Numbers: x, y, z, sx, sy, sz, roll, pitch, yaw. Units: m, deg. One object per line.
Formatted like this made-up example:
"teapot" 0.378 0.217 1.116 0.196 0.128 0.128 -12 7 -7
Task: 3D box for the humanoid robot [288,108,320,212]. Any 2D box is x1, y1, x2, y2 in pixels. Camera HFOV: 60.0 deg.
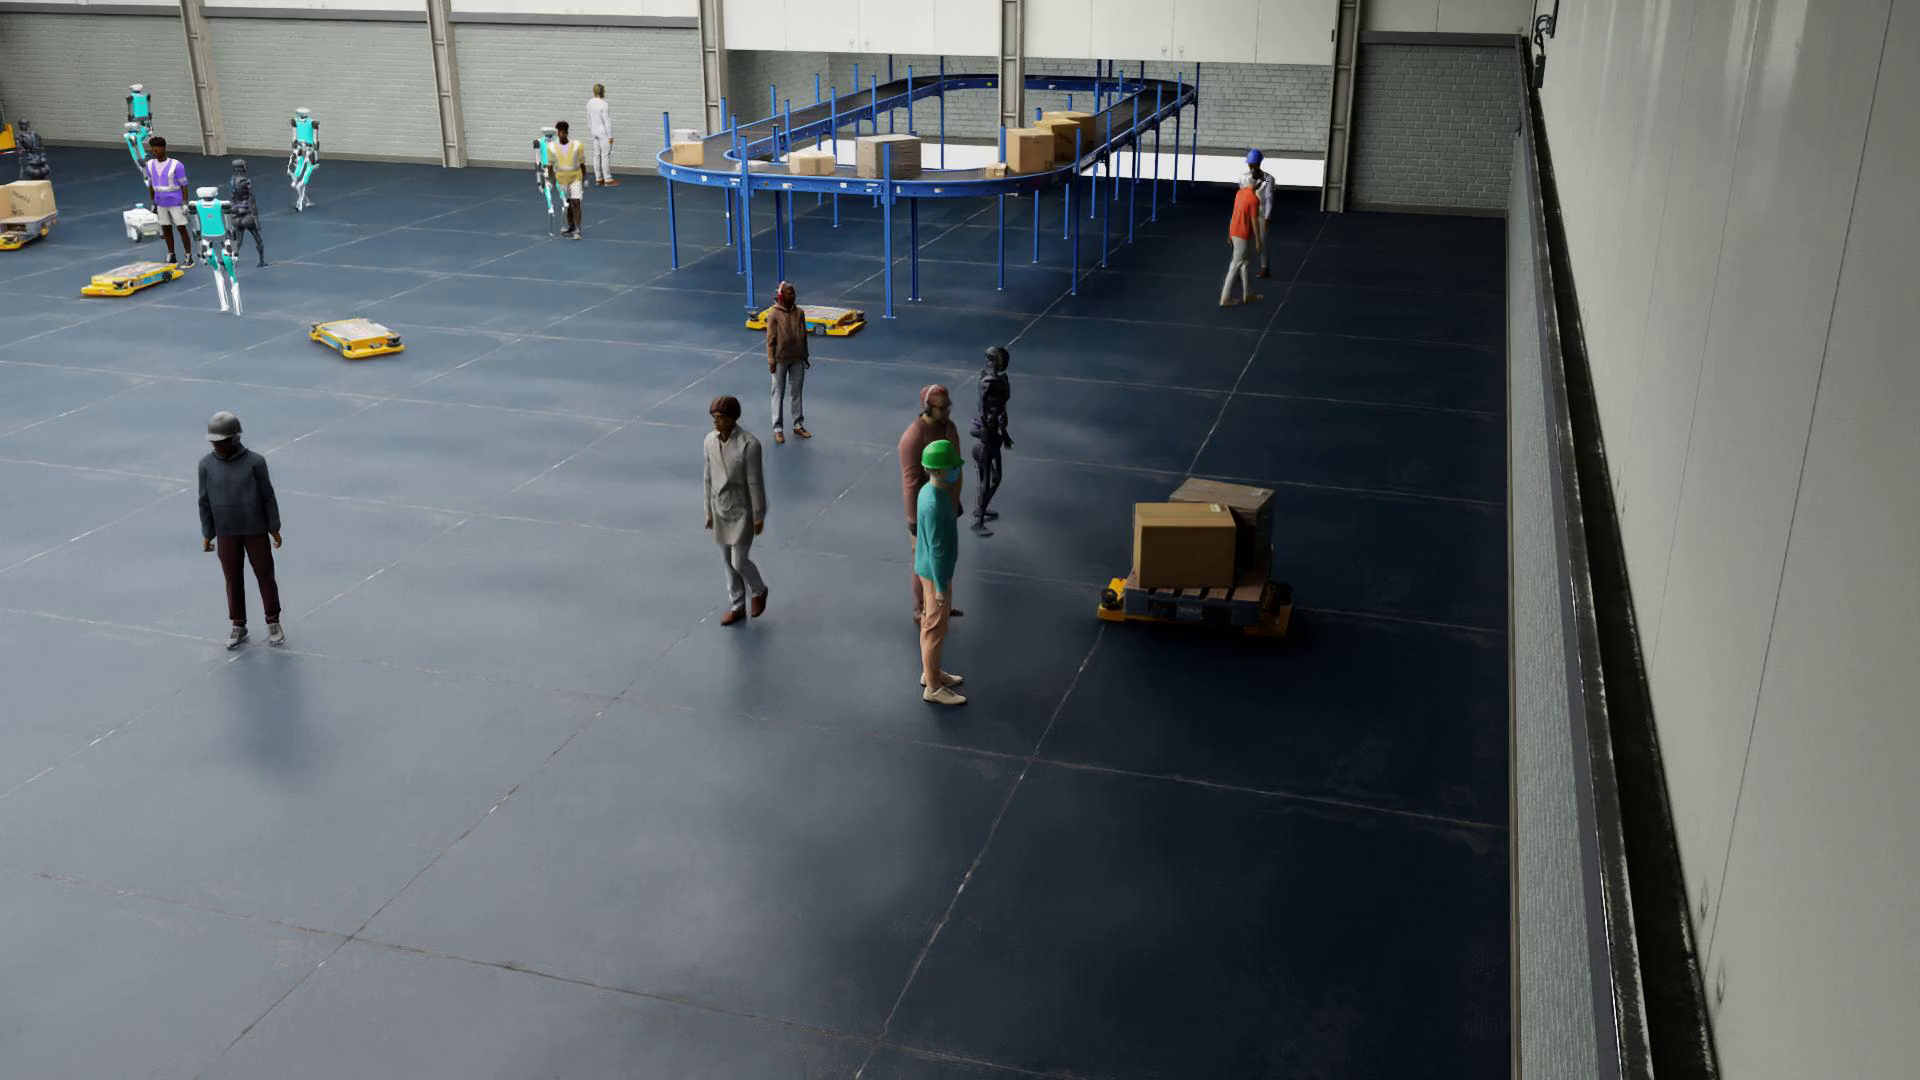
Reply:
"humanoid robot" -11.775 -6.709 29.649 0.553 1.871 0.841 5 22 13

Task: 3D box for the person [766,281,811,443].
"person" -1.763 -1.833 17.004 0.458 1.651 0.333 -13 25 -30

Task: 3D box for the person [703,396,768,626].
"person" -1.724 -0.209 12.568 0.530 1.817 0.412 11 24 27

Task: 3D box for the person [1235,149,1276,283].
"person" 4.268 -4.694 24.098 0.614 1.899 0.992 15 26 34

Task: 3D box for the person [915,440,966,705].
"person" -0.139 0.212 11.396 0.346 1.874 0.520 -1 21 -3

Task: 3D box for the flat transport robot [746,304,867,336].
"flat transport robot" -1.989 -2.862 21.600 1.431 0.231 0.659 7 22 17

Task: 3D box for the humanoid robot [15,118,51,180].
"humanoid robot" -16.351 -6.610 29.379 0.438 1.647 0.598 7 22 18

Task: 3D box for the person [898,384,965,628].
"person" -0.176 -0.248 12.558 0.409 1.912 0.640 13 25 30

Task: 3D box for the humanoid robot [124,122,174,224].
"humanoid robot" -13.640 -6.190 28.231 0.779 1.793 0.572 -10 23 -25

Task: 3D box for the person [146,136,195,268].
"person" -11.868 -5.063 24.954 0.613 1.963 0.361 3 21 8

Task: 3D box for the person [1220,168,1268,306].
"person" 3.932 -4.105 22.605 0.808 1.863 0.504 -6 22 -16

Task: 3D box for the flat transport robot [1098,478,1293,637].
"flat transport robot" 1.839 0.480 12.932 1.431 0.231 0.659 6 22 14

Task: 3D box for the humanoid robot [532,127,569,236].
"humanoid robot" -6.638 -5.847 27.336 0.541 1.773 0.843 -11 24 -26

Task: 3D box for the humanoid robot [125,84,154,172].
"humanoid robot" -16.756 -8.328 33.821 0.703 1.847 0.530 11 24 26

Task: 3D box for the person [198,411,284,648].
"person" -5.291 -0.084 12.250 0.543 1.810 0.369 -4 22 -11

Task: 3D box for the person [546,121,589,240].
"person" -6.432 -5.900 27.231 0.631 1.905 0.849 -1 21 -2

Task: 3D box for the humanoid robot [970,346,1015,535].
"humanoid robot" 0.248 -0.900 14.552 0.375 1.642 0.590 7 22 18

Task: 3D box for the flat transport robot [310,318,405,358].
"flat transport robot" -7.525 -2.522 20.719 0.659 0.231 1.431 -17 27 -37

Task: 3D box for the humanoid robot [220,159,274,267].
"humanoid robot" -10.777 -4.862 24.900 0.609 1.645 0.735 15 25 33

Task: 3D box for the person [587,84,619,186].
"person" -6.926 -7.833 32.178 0.630 1.940 0.373 18 27 38

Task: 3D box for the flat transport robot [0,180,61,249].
"flat transport robot" -15.388 -4.933 26.972 0.659 0.231 1.431 -3 21 -7

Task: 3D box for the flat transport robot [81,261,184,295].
"flat transport robot" -11.905 -3.767 23.947 0.659 0.231 1.431 3 21 9

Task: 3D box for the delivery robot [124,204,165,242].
"delivery robot" -13.401 -5.206 27.263 0.774 0.581 0.499 20 29 41

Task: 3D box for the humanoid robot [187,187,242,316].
"humanoid robot" -9.822 -3.799 22.104 0.540 1.847 0.799 -5 22 -12
